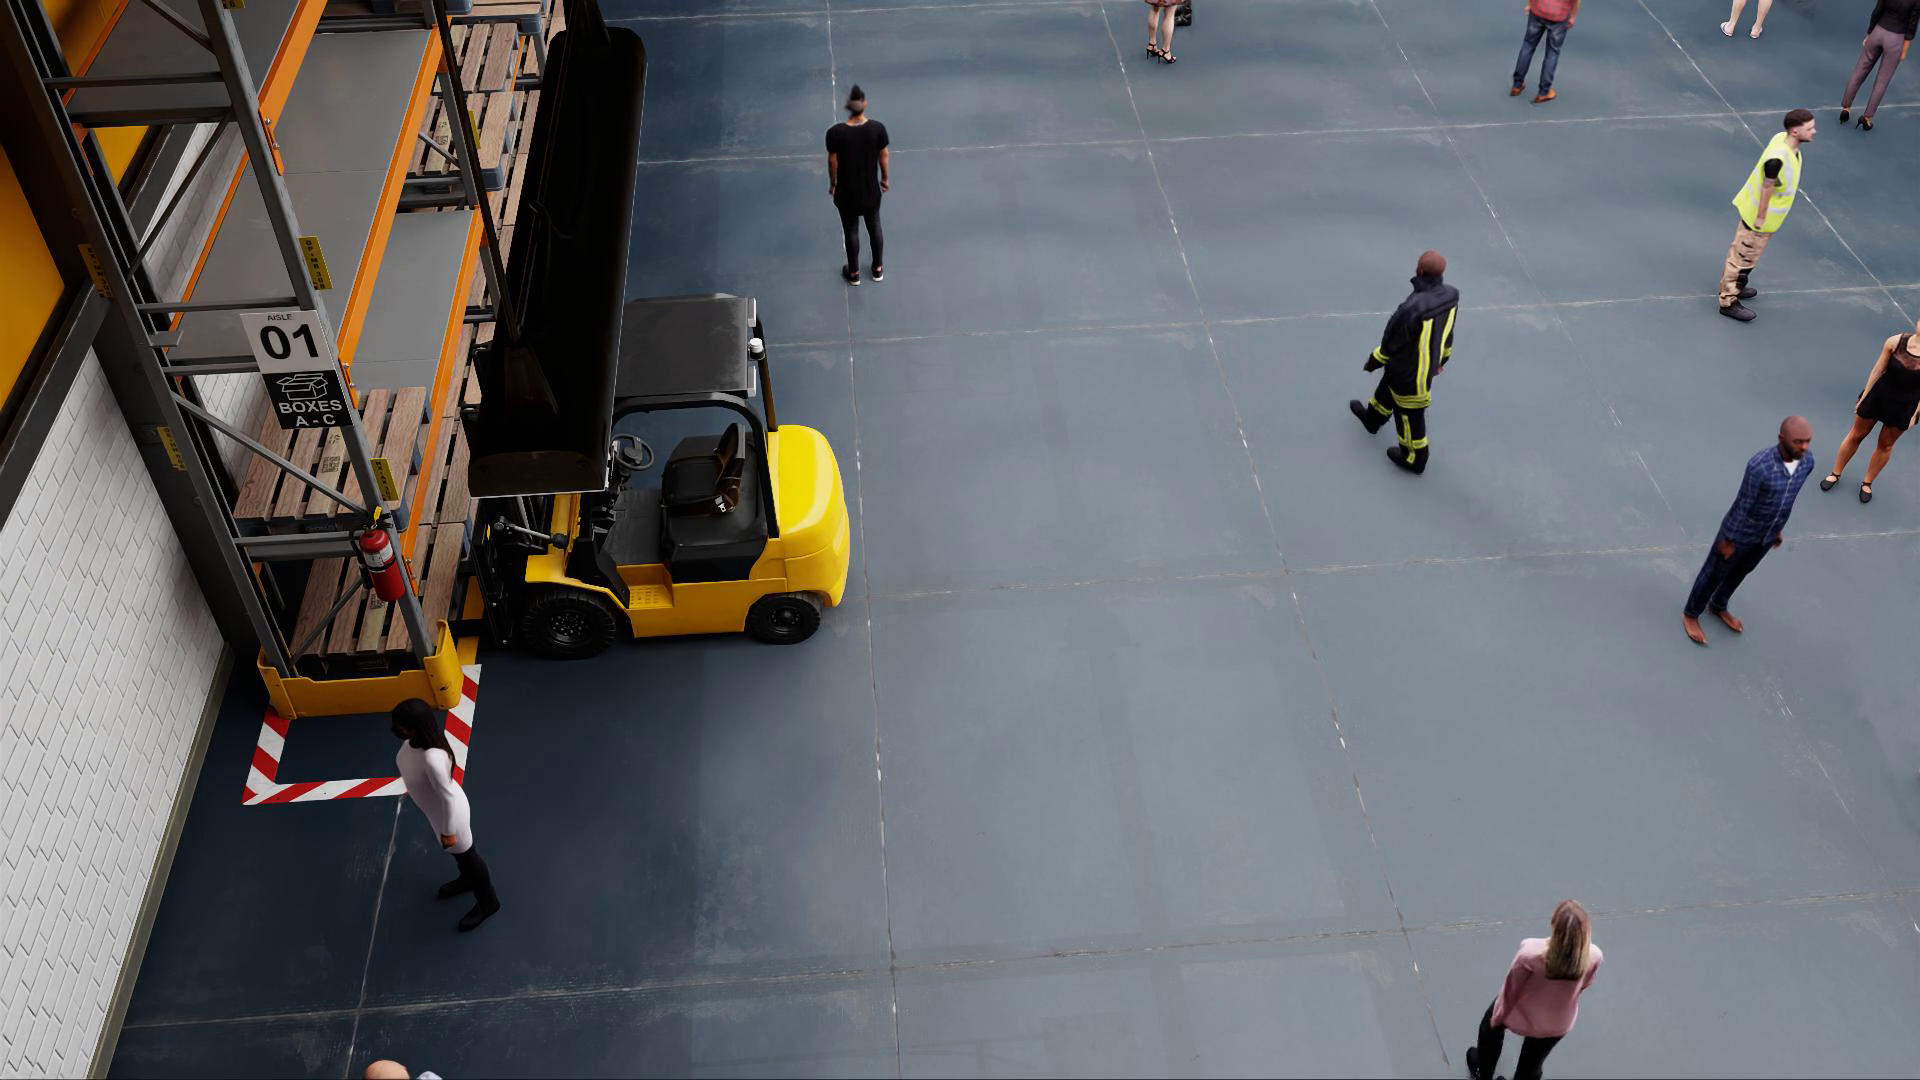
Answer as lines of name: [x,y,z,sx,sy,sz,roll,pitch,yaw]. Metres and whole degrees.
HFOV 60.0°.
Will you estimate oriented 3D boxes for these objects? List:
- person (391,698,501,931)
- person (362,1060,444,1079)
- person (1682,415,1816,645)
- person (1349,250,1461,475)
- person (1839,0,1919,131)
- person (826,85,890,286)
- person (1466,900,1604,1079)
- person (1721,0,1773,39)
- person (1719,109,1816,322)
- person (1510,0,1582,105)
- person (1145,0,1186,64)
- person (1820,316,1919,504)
person: [-2.857,1.493,9.246,0.747,1.808,0.622,-23,48,-23]
person: [-2.469,2.928,7.752,0.771,1.791,0.623,10,45,11]
person: [5.194,-0.104,10.915,0.711,1.819,0.683,-13,45,-13]
person: [3.384,-1.261,12.153,1.094,1.786,1.209,-32,52,-29]
person: [8.815,-4.714,15.861,0.742,1.671,0.641,-28,50,-26]
person: [-0.843,-2.983,13.901,0.723,1.868,0.646,-11,45,-11]
person: [2.899,2.446,8.346,0.664,1.671,0.691,4,44,5]
person: [8.367,-6.116,17.217,0.722,1.831,0.687,11,45,12]
person: [6.593,-2.697,13.617,0.902,1.847,0.825,18,47,18]
person: [5.773,-5.182,16.237,0.751,1.831,0.790,27,50,25]
person: [2.104,-5.699,16.822,0.857,1.773,0.778,-28,50,-26]
person: [6.705,-1.001,11.961,0.679,1.675,0.723,24,48,23]
